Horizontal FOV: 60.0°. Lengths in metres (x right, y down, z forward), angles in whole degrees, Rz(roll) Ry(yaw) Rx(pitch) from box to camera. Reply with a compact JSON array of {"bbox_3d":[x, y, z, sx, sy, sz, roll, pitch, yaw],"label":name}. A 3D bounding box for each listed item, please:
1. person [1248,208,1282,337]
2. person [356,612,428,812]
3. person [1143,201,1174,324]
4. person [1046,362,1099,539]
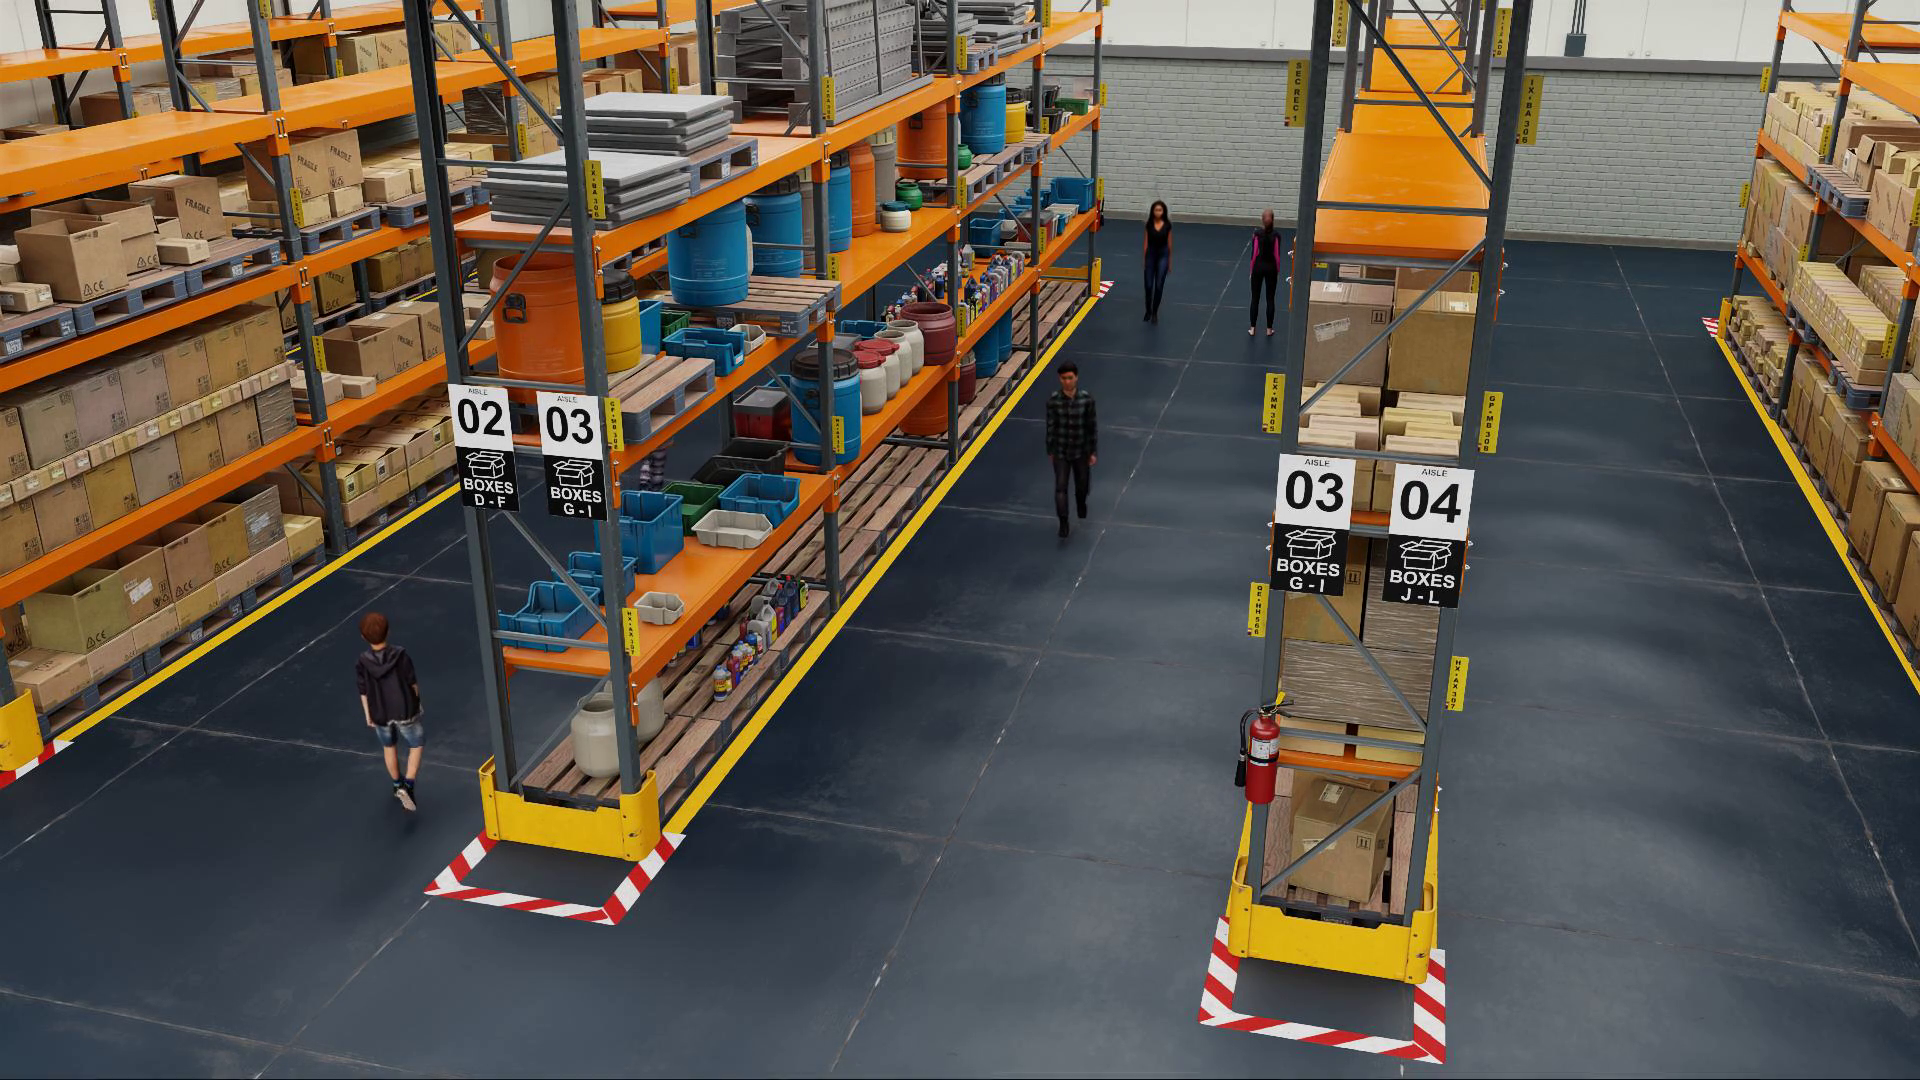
[{"bbox_3d":[4.177,-3.680,22.821,0.577,1.749,0.605,3,22,8],"label":"person"},{"bbox_3d":[-3.866,1.176,11.360,0.735,1.437,0.906,-3,22,-8],"label":"person"},{"bbox_3d":[2.788,-3.942,23.492,0.619,1.726,0.663,1,22,2],"label":"person"},{"bbox_3d":[1.080,-0.893,15.845,0.750,1.701,0.867,3,22,6],"label":"person"}]
